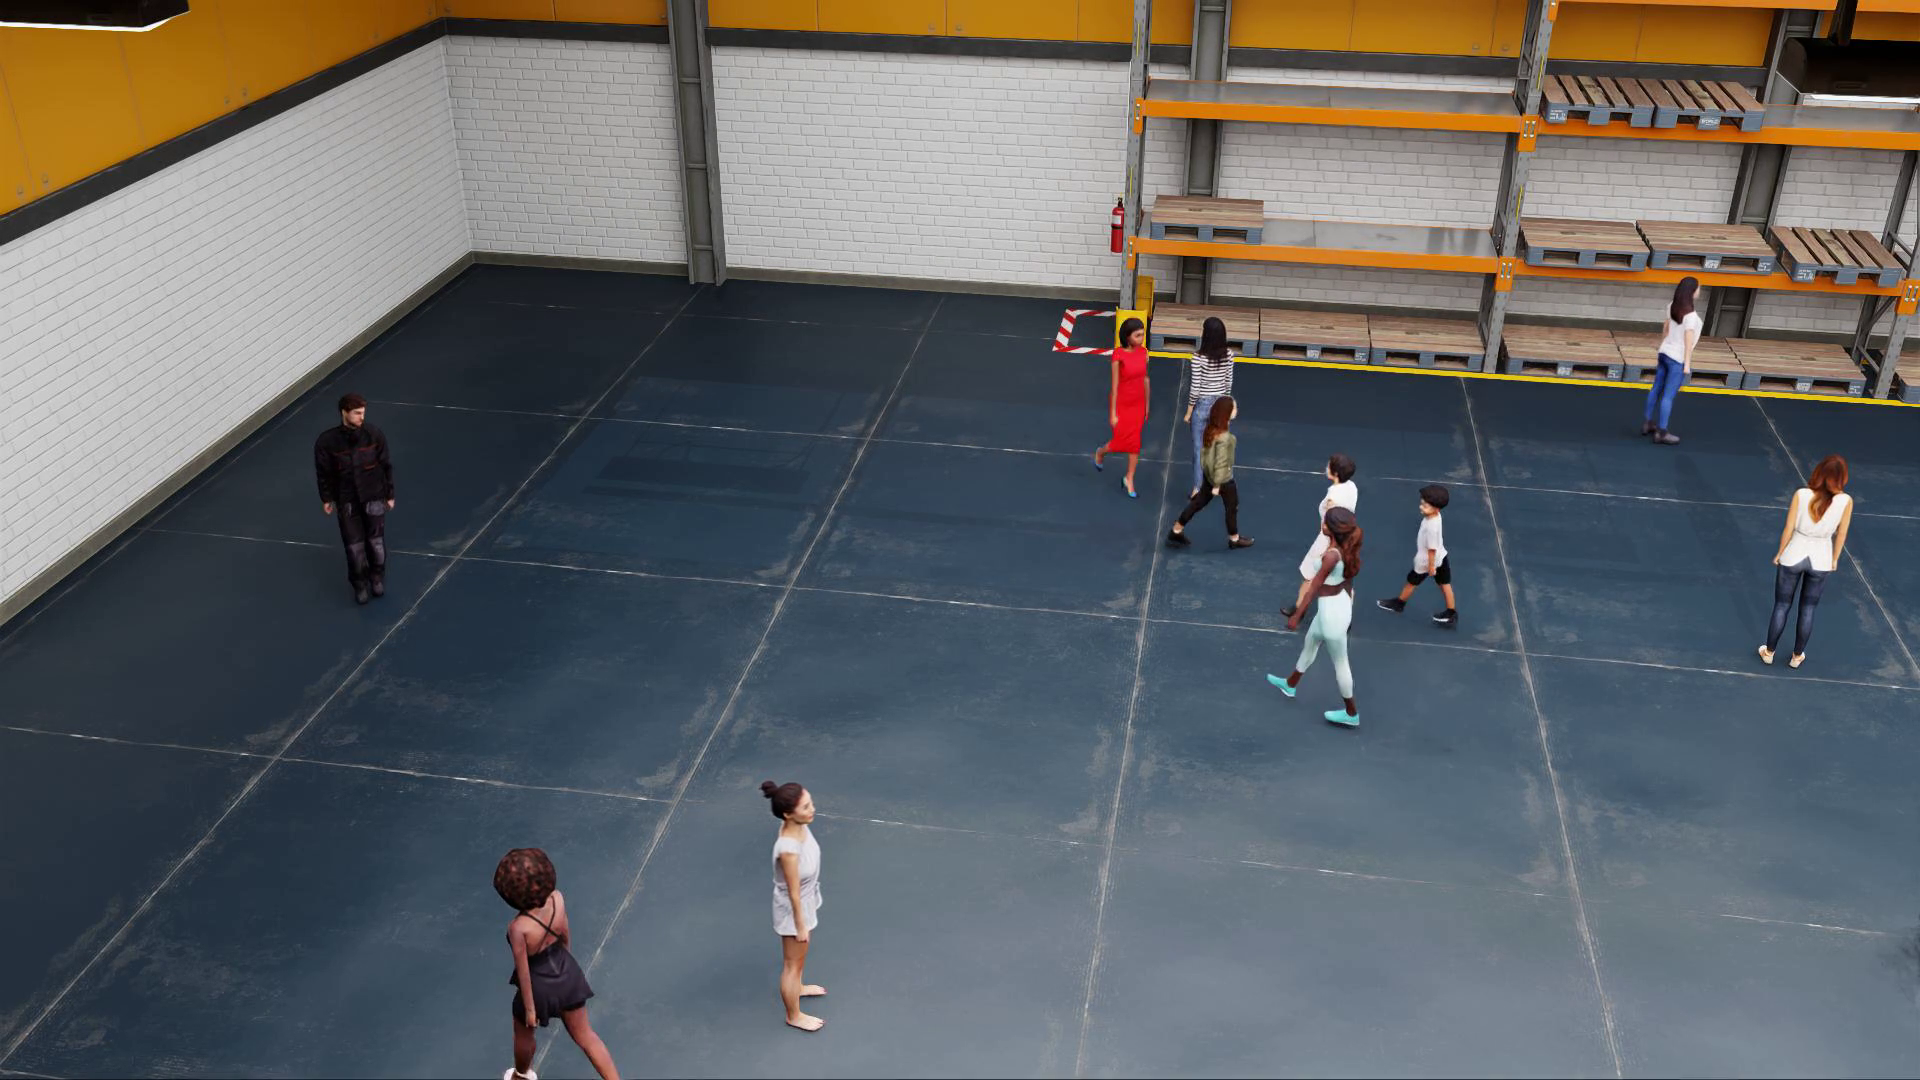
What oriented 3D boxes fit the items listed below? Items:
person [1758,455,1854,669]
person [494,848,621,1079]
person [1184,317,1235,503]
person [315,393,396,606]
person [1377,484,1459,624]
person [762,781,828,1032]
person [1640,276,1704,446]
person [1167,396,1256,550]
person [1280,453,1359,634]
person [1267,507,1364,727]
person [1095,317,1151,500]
[{"bbox_3d":[6.437,0.169,12.643,0.523,1.785,0.683,10,30,18],"label":"person"},{"bbox_3d":[-2.061,2.378,8.632,1.185,1.748,0.880,18,33,29],"label":"person"},{"bbox_3d":[2.255,-1.172,15.090,0.602,1.796,0.716,-11,31,-20],"label":"person"},{"bbox_3d":[-4.921,-0.379,13.618,0.844,1.812,0.939,-12,31,-20],"label":"person"},{"bbox_3d":[3.827,0.134,13.293,0.935,1.224,0.681,16,32,26],"label":"person"},{"bbox_3d":[-0.924,2.038,9.401,0.566,1.607,0.596,0,29,1],"label":"person"},{"bbox_3d":[6.980,-1.761,16.287,0.633,1.684,0.661,-4,29,-7],"label":"person"},{"bbox_3d":[2.141,-0.551,14.317,1.070,1.445,0.789,-4,29,-7],"label":"person"},{"bbox_3d":[3.038,0.053,13.119,0.919,1.532,0.805,24,36,36],"label":"person"},{"bbox_3d":[2.762,0.591,11.973,1.095,1.684,0.847,17,33,28],"label":"person"},{"bbox_3d":[1.486,-1.228,15.258,0.853,1.732,0.906,-18,33,-29],"label":"person"}]
